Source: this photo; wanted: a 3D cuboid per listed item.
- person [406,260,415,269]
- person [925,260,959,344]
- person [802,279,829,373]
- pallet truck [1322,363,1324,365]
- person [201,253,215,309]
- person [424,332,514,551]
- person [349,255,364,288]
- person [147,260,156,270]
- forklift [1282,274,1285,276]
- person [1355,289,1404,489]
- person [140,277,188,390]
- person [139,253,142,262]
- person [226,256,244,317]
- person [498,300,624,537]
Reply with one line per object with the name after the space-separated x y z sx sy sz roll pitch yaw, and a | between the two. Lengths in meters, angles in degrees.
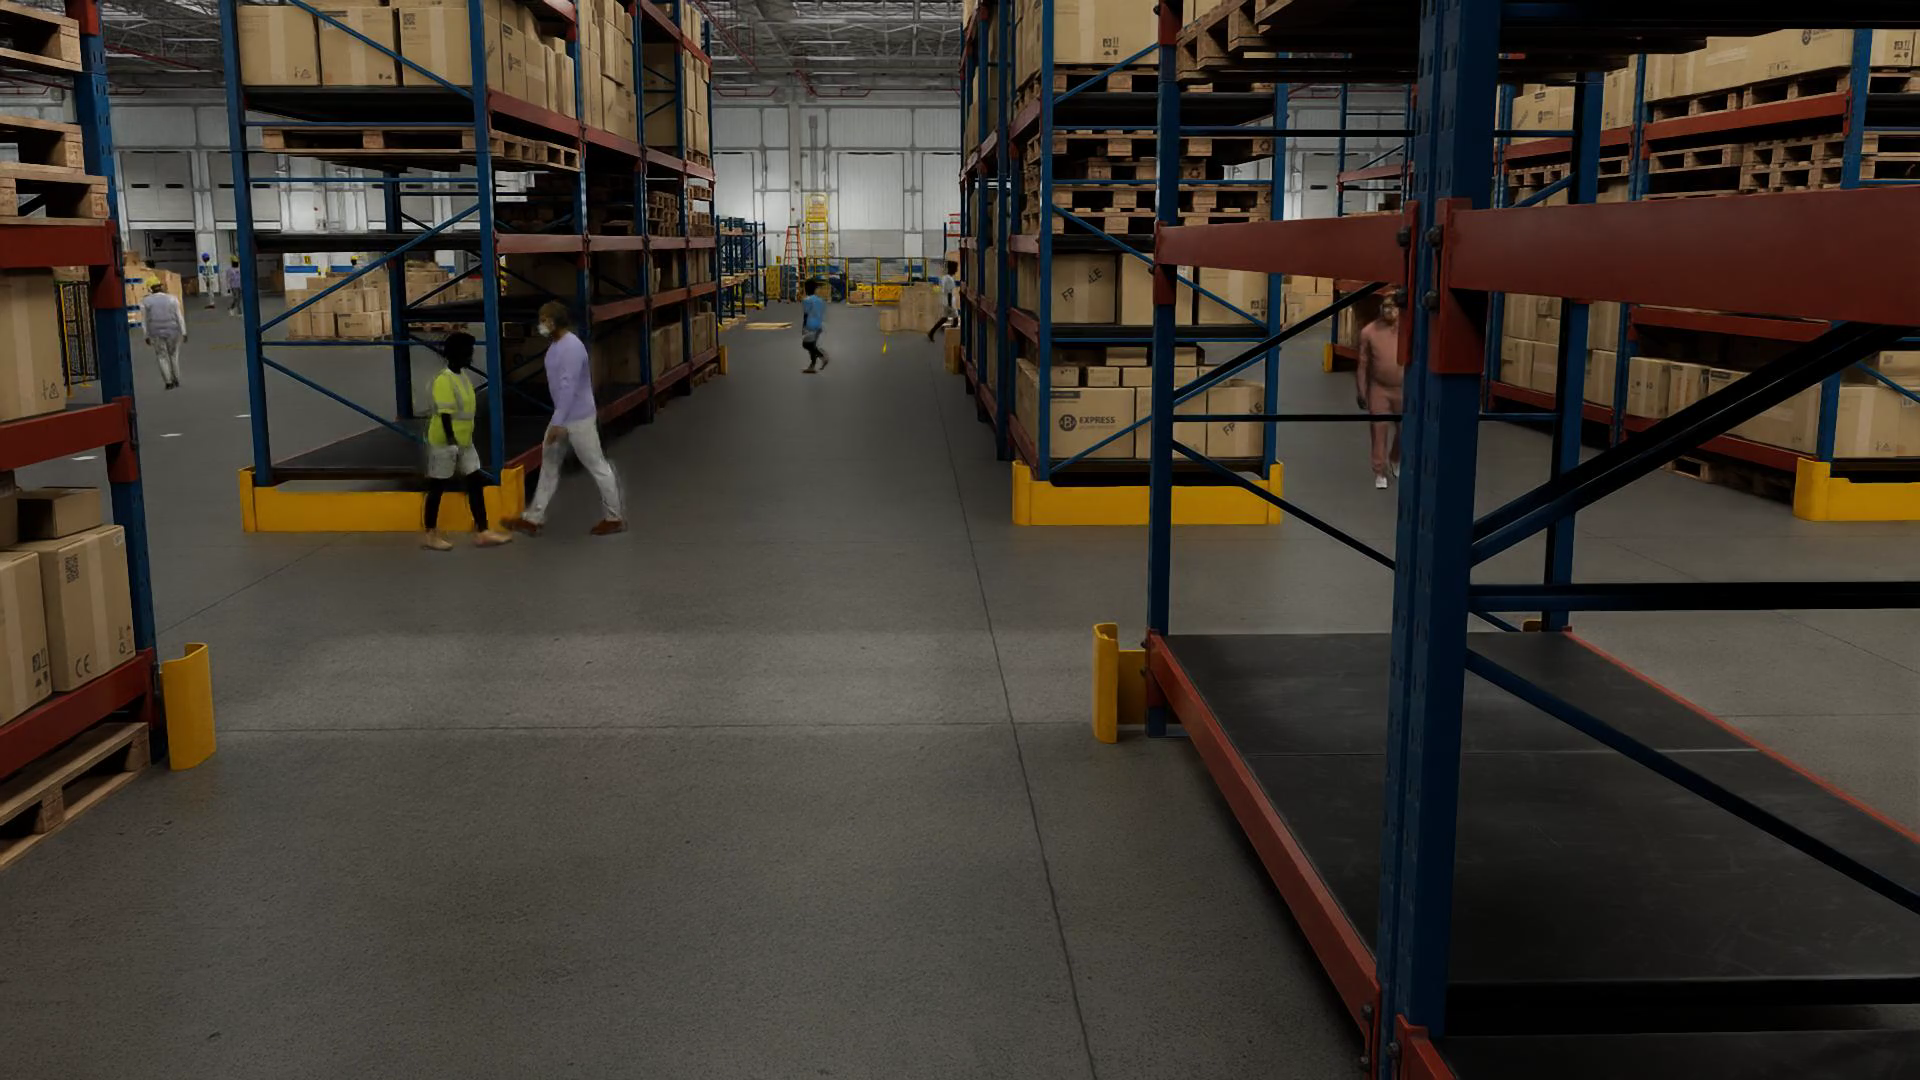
-19.154 -8.922 58.117 0.896 1.695 0.499 -1 10 -5 | person
-0.333 -5.392 37.810 0.889 1.932 0.659 -3 11 -16 | person
-2.578 -3.794 29.585 0.492 1.677 0.540 4 11 23 | person
7.712 -4.157 30.737 1.885 1.965 0.823 3 11 16 | pallet truck
-26.328 -9.072 58.259 0.388 1.948 0.605 -5 11 -24 | person
-3.769 -0.735 12.602 0.755 1.654 0.588 2 10 8 | person
-20.904 -8.925 57.683 0.983 1.868 0.595 -3 11 -14 | person
-24.698 -7.652 50.776 0.944 1.801 0.639 -8 13 -39 | person
12.168 -10.666 64.537 1.129 2.768 1.873 0 10 -2 | forklift
4.103 -1.440 15.877 0.674 1.894 0.492 1 10 8 | person
-12.750 -3.308 26.644 0.657 1.769 0.839 -6 12 -29 | person
-32.197 -10.313 65.246 0.653 1.914 0.572 7 12 34 | person
-22.772 -7.969 52.219 0.684 1.911 0.605 5 11 25 | person
-3.144 -0.940 13.138 1.019 1.875 0.656 -6 12 -30 | person
